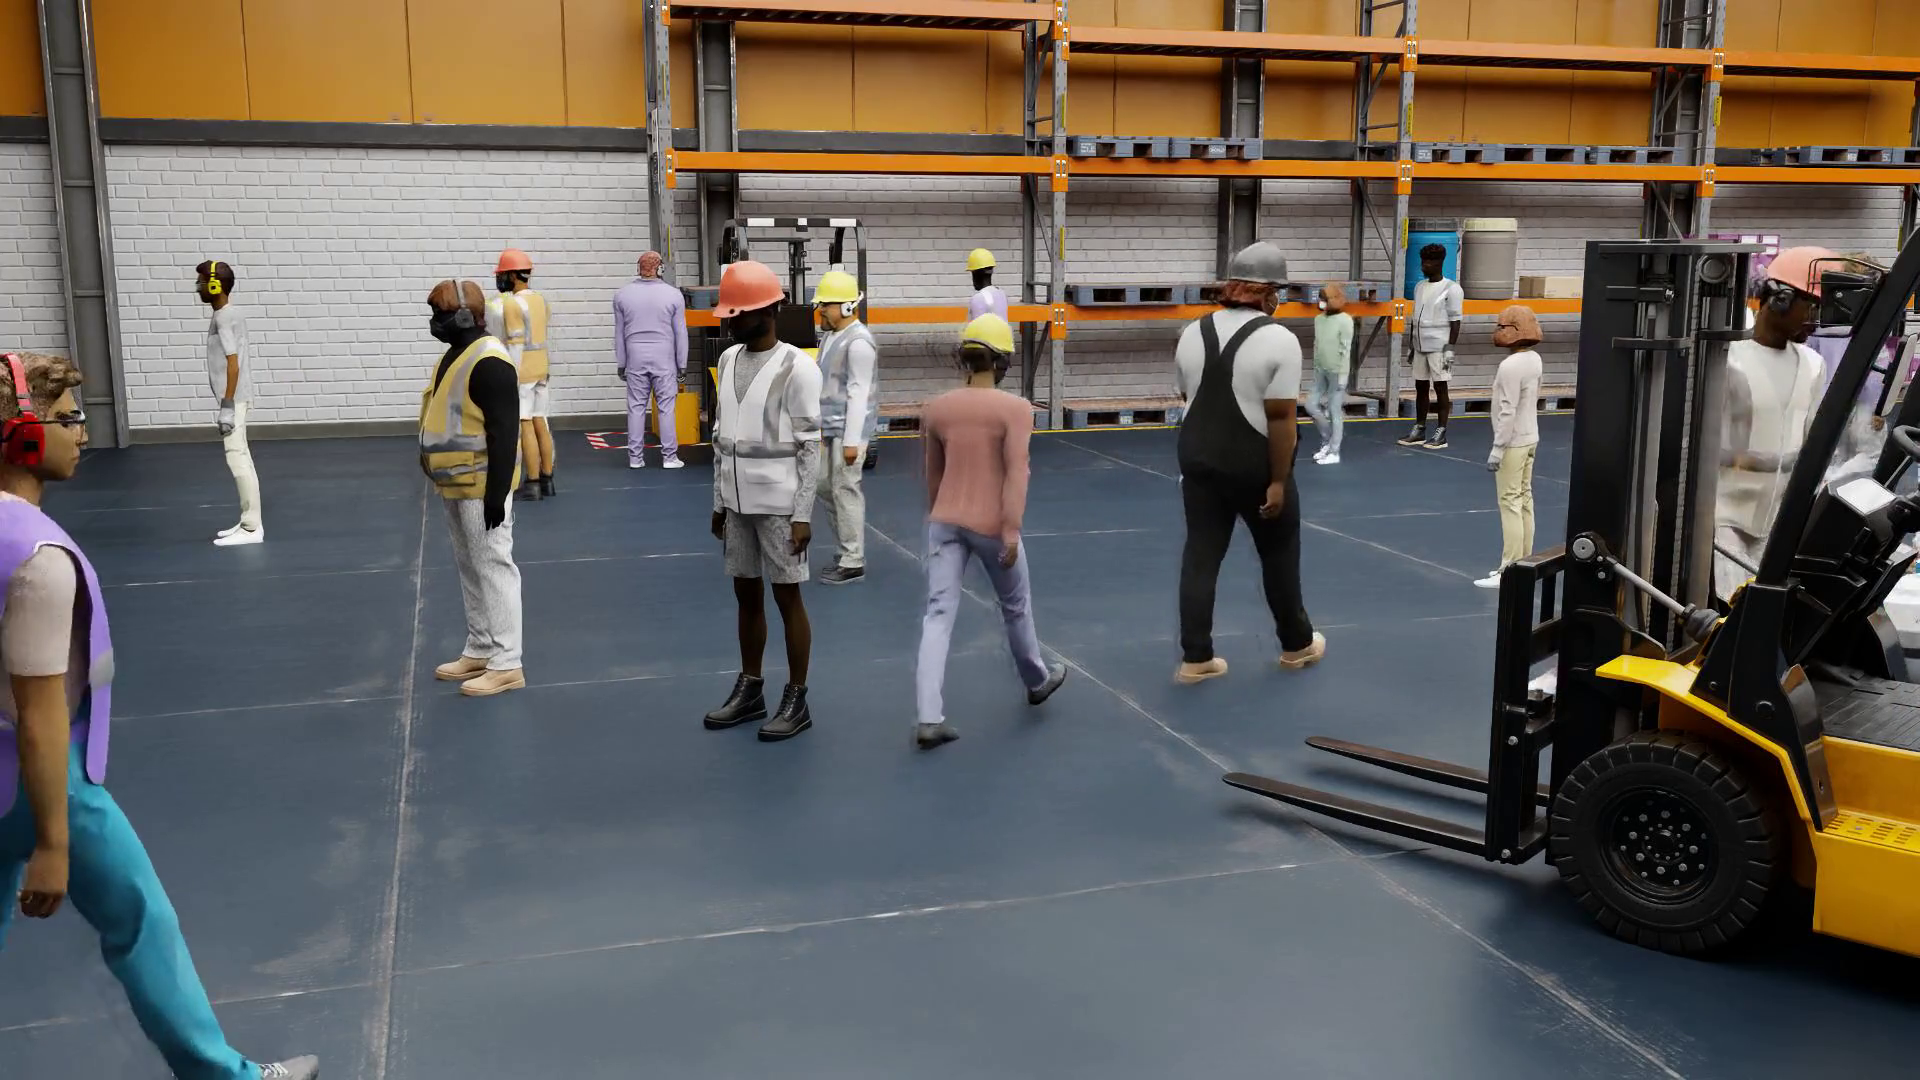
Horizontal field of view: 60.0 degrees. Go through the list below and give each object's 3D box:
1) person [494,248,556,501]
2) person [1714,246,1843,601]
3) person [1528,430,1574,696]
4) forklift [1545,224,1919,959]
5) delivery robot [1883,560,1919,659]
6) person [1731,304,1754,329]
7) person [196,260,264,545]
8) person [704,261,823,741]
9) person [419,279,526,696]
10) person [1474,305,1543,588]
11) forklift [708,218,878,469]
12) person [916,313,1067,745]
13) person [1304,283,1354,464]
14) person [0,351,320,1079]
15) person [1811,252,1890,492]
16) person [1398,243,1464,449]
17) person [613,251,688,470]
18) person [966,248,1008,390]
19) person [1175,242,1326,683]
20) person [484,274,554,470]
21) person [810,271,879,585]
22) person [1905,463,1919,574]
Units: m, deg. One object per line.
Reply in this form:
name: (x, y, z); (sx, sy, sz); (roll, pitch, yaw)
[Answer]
person: (-3.368, -1.265, 12.798); (0.378, 1.932, 0.551); (2, 11, 12)
person: (2.844, -0.066, 6.074); (0.651, 1.989, 0.533); (-4, 11, -23)
person: (2.946, -0.220, 7.253); (0.857, 1.875, 0.654); (2, 10, 10)
forklift: (2.909, 0.117, 4.508); (2.313, 2.155, 1.214); (9, 14, 40)
delivery robot: (4.379, 0.333, 7.563); (0.707, 0.478, 0.477); (5, 12, 26)
person: (5.491, -1.100, 12.185); (0.577, 1.837, 0.971); (0, 10, 2)
person: (-4.823, -0.899, 10.973); (0.310, 1.868, 0.532); (-3, 11, -17)
person: (-0.811, -0.151, 6.713); (0.543, 1.928, 0.374); (8, 13, 37)
person: (-2.173, -0.234, 7.405); (0.429, 1.839, 0.634); (-7, 12, -34)
person: (3.182, -0.532, 9.601); (0.281, 1.634, 0.498); (7, 13, 35)
forklift: (-1.522, -1.778, 14.899); (1.214, 2.155, 2.313); (-3, 11, -17)
person: (0.094, -0.061, 6.801); (0.540, 1.703, 0.986); (6, 12, 31)
person: (3.287, -1.474, 14.818); (0.341, 1.619, 0.502); (-6, 12, -30)
person: (-1.916, 0.507, 3.466); (0.568, 1.797, 0.974); (7, 13, 35)
person: (5.763, -0.903, 10.834); (0.477, 1.925, 0.647); (-2, 10, -10)
person: (4.529, -1.858, 15.984); (0.379, 1.958, 0.600); (-6, 12, -29)
person: (-2.680, -1.558, 14.511); (0.647, 1.900, 0.403); (0, 10, 2)
person: (0.213, -1.481, 14.013); (0.384, 1.924, 0.589); (4, 11, 22)
person: (1.358, -0.383, 7.672); (0.689, 2.000, 0.946); (9, 14, 42)
person: (-3.860, -1.497, 14.498); (0.632, 1.790, 0.971); (-8, 13, -39)
person: (-0.682, -0.653, 9.732); (0.404, 1.823, 0.623); (-4, 11, -20)
person: (6.141, -0.782, 10.082); (0.894, 1.968, 0.622); (-6, 12, -30)
